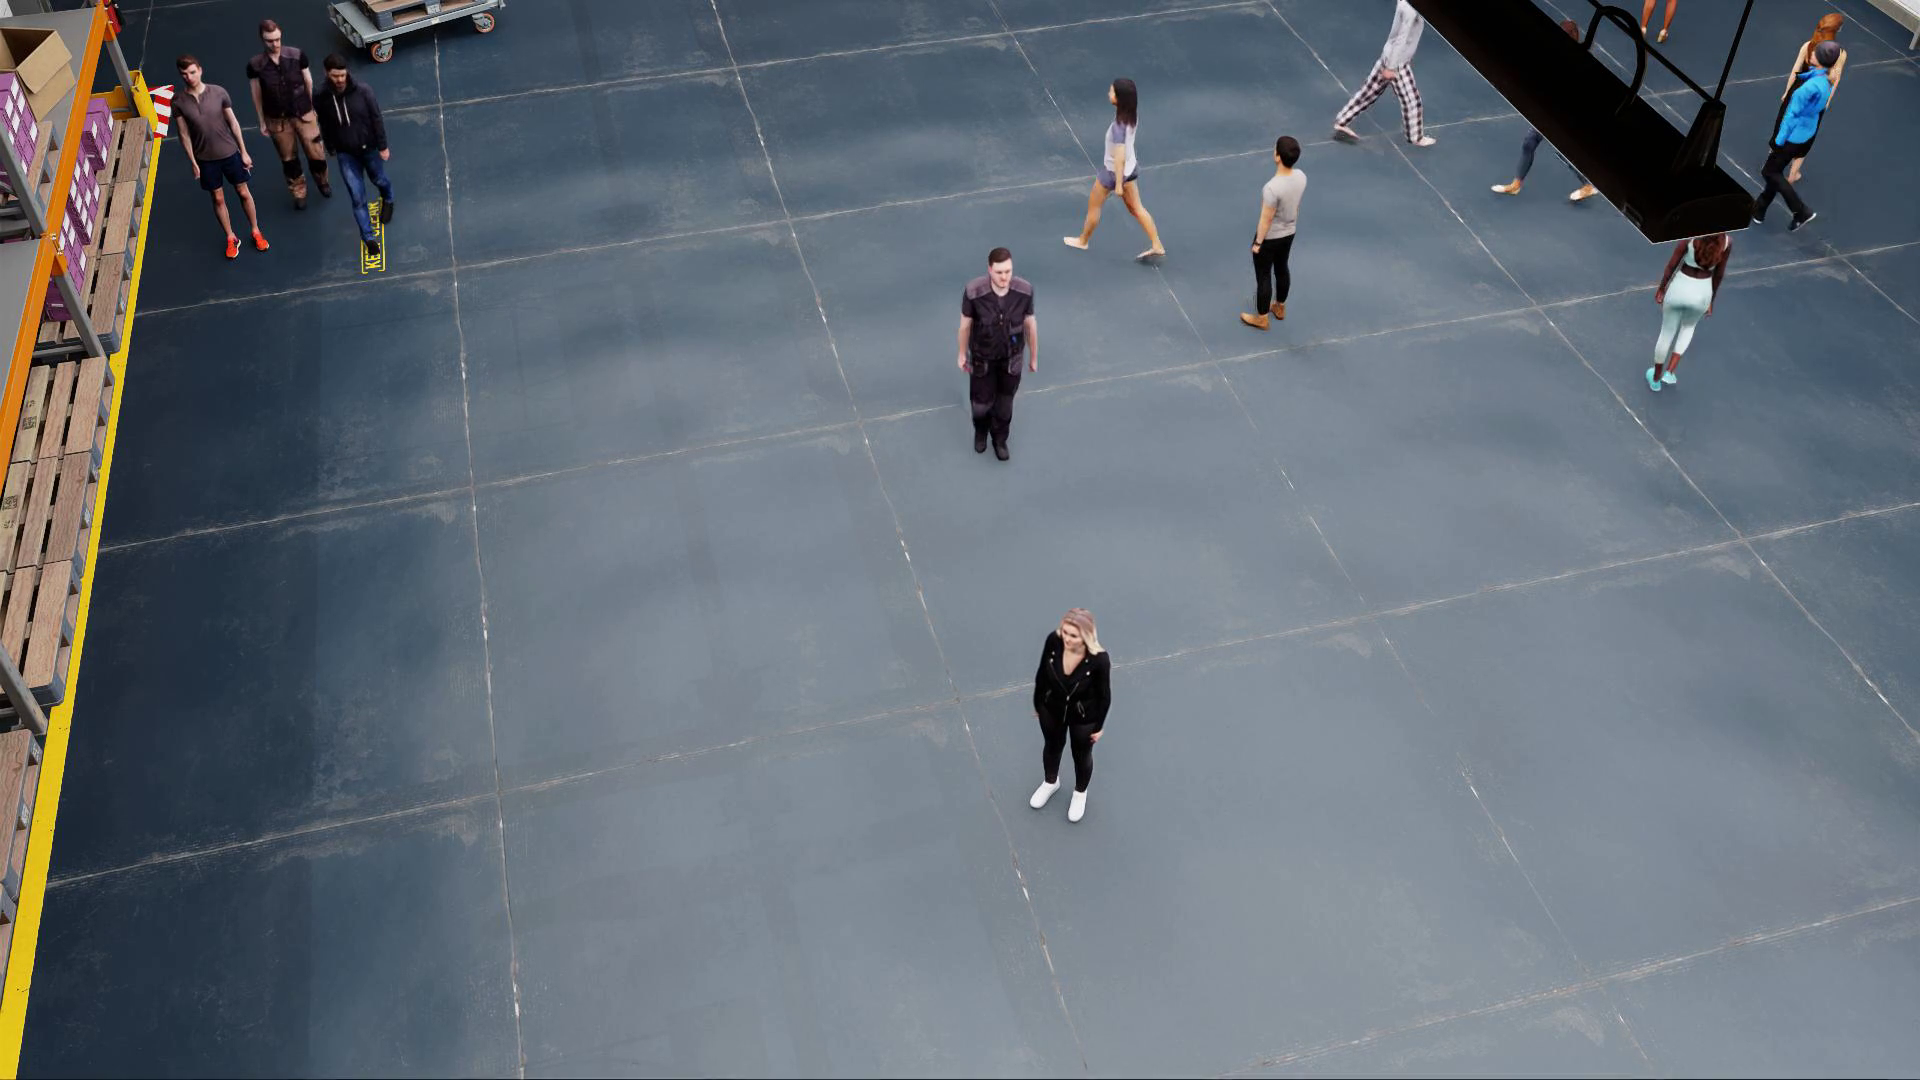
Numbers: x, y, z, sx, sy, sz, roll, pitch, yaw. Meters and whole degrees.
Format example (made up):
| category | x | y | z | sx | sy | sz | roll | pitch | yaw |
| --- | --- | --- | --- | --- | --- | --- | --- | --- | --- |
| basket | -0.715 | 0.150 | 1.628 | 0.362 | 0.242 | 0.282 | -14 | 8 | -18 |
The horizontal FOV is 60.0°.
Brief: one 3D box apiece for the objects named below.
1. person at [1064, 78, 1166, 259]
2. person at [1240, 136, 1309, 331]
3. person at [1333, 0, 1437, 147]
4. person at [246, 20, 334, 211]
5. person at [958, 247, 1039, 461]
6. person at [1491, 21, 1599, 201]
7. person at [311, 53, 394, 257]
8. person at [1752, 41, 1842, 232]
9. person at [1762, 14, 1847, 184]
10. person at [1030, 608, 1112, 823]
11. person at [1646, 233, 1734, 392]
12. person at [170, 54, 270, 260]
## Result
| category | x | y | z | sx | sy | sz | roll | pitch | yaw |
| --- | --- | --- | --- | --- | --- | --- | --- | --- | --- |
| person | 1.450 | -3.120 | 14.219 | 1.115 | 1.689 | 1.155 | 15 | 46 | 15 |
| person | 2.575 | -2.503 | 13.548 | 0.677 | 1.722 | 0.653 | -28 | 50 | -26 |
| person | 4.008 | -4.527 | 15.624 | 1.046 | 1.787 | 1.230 | 8 | 44 | 8 |
| person | -6.000 | -3.851 | 14.890 | 0.751 | 1.822 | 0.703 | -12 | 45 | -12 |
| person | 0.254 | -1.420 | 12.325 | 0.758 | 1.840 | 0.654 | -6 | 44 | -6 |
| person | 5.458 | -3.783 | 14.881 | 0.995 | 1.736 | 1.185 | 6 | 44 | 6 |
| person | -5.231 | -3.456 | 14.473 | 0.726 | 1.826 | 1.206 | -5 | 44 | -6 |
| person | 7.356 | -3.474 | 14.525 | 0.841 | 1.779 | 1.038 | -28 | 50 | -26 |
| person | 7.753 | -4.043 | 15.233 | 0.667 | 1.626 | 0.729 | 23 | 48 | 22 |
| person | 0.663 | 1.015 | 9.880 | 0.692 | 1.686 | 0.736 | 19 | 47 | 18 |
| person | 5.628 | -1.831 | 12.849 | 0.704 | 1.713 | 0.750 | 11 | 45 | 11 |
| person | -6.385 | -3.318 | 14.308 | 0.675 | 1.853 | 0.593 | -17 | 46 | -17 |
